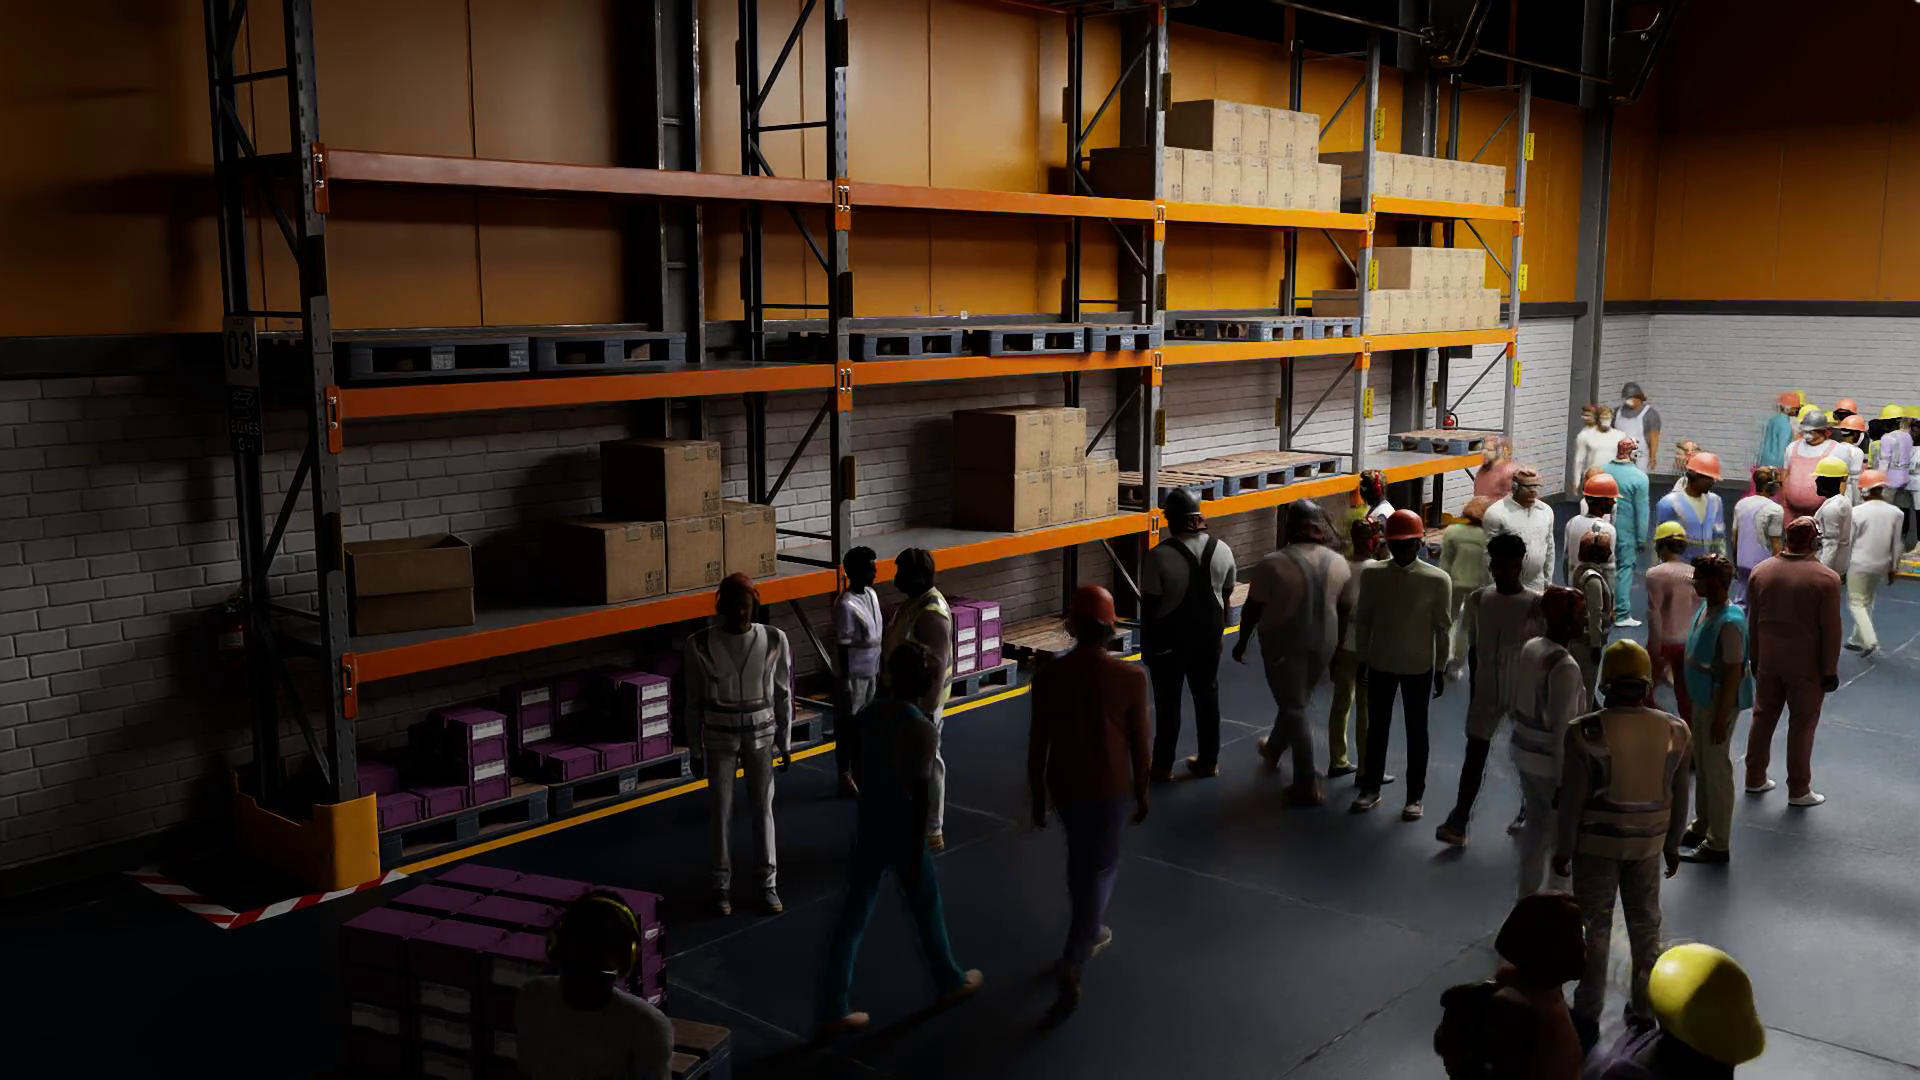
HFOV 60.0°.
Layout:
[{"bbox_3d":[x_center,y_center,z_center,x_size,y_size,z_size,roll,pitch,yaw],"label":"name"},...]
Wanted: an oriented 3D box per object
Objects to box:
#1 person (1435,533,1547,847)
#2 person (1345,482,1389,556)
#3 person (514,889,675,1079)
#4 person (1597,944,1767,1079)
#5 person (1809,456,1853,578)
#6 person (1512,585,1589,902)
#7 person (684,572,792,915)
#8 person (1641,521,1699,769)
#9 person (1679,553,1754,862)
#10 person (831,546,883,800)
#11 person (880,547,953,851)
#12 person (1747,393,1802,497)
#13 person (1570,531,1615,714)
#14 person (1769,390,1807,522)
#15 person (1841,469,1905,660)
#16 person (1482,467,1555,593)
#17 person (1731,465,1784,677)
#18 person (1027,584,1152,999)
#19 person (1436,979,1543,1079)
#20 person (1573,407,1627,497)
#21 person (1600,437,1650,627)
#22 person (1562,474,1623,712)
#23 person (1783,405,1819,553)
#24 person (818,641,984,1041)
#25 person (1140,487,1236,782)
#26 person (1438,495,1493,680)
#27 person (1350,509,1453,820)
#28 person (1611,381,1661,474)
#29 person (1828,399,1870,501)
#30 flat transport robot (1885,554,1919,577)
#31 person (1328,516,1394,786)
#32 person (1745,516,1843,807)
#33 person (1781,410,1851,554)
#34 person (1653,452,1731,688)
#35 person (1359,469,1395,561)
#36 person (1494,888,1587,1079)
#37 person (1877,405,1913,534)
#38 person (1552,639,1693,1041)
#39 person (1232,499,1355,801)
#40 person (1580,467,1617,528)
[{"bbox_3d":[3.281,0.916,10.070,0.608,1.910,0.996,8,12,41],"label":"person"},{"bbox_3d":[3.675,0.248,15.129,0.437,1.669,0.543,-4,10,-22],"label":"person"},{"bbox_3d":[-0.989,1.822,4.513,0.568,1.843,0.343,5,10,28],"label":"person"},{"bbox_3d":[1.667,1.851,4.147,0.601,1.878,0.651,-8,12,-41],"label":"person"},{"bbox_3d":[7.500,0.237,14.410,0.363,1.927,0.587,5,10,31],"label":"person"},{"bbox_3d":[3.087,1.160,8.634,0.413,1.878,0.593,-1,9,-3],"label":"person"},{"bbox_3d":[-1.197,1.102,9.009,0.578,1.879,0.370,-2,9,-15],"label":"person"},{"bbox_3d":[5.062,0.736,11.865,0.539,1.703,0.740,-3,9,-20],"label":"person"},{"bbox_3d":[4.464,0.990,9.839,0.395,1.839,0.564,2,9,11],"label":"person"},{"bbox_3d":[-0.682,0.871,11.088,0.318,1.690,0.529,3,9,21],"label":"person"},{"bbox_3d":[-0.265,0.956,10.052,0.429,1.842,0.633,-2,9,-14],"label":"person"},{"bbox_3d":[11.167,-1.049,22.720,1.048,1.930,0.599,0,9,-3],"label":"person"},{"bbox_3d":[4.559,0.744,12.067,0.307,1.639,0.525,1,9,9],"label":"person"},{"bbox_3d":[11.737,-1.165,23.512,0.601,1.911,0.422,0,9,-1],"label":"person"},{"bbox_3d":[8.273,0.222,15.147,0.581,1.728,0.690,-1,9,-6],"label":"person"},{"bbox_3d":[4.661,0.337,13.857,0.641,1.902,0.399,-2,9,-13],"label":"person"},{"bbox_3d":[6.949,0.265,14.500,0.325,1.842,0.517,-3,9,-20],"label":"person"},{"bbox_3d":[0.601,1.202,8.094,0.606,1.962,0.940,4,10,24],"label":"person"},{"bbox_3d":[1.283,1.918,3.887,0.527,1.828,0.599,-8,12,-40],"label":"person"},{"bbox_3d":[7.998,-0.717,20.718,0.647,1.885,1.009,1,9,4],"label":"person"},{"bbox_3d":[6.590,-0.081,16.574,0.399,1.900,0.644,-5,10,-31],"label":"person"},{"bbox_3d":[4.967,0.441,13.062,0.379,1.937,0.548,-2,9,-14],"label":"person"},{"bbox_3d":[10.499,-0.718,20.608,0.385,1.914,0.594,-3,9,-21],"label":"person"},{"bbox_3d":[-0.310,1.361,7.652,0.508,1.792,0.950,8,12,41],"label":"person"},{"bbox_3d":[1.529,0.635,11.485,0.683,2.000,0.536,-3,9,-21],"label":"person"},{"bbox_3d":[4.380,0.410,14.299,0.531,1.606,0.338,4,10,25],"label":"person"},{"bbox_3d":[2.817,0.788,10.640,0.612,1.995,0.393,6,10,32],"label":"person"},{"bbox_3d":[9.534,-1.254,23.664,0.535,2.000,0.694,-8,12,-41],"label":"person"},{"bbox_3d":[10.608,-0.690,20.086,0.612,2.029,0.407,5,10,31],"label":"person"},{"bbox_3d":[11.309,0.327,19.154,1.431,0.197,0.652,7,11,38],"label":"flat transport robot"},{"bbox_3d":[2.718,0.752,11.354,0.384,1.845,0.569,-6,10,-32],"label":"person"},{"bbox_3d":[5.510,0.787,10.981,0.397,1.901,0.642,-5,10,-28],"label":"person"},{"bbox_3d":[9.344,-0.421,18.290,0.536,2.000,0.683,-8,12,-41],"label":"person"},{"bbox_3d":[6.162,0.268,13.969,0.602,2.010,0.589,-3,9,-20],"label":"person"},{"bbox_3d":[3.586,0.311,14.235,0.383,1.837,0.571,1,9,8],"label":"person"},{"bbox_3d":[1.725,1.841,5.012,0.279,1.634,0.497,0,9,0],"label":"person"},{"bbox_3d":[11.501,-0.711,20.578,0.591,1.915,0.400,-6,11,-34],"label":"person"},{"bbox_3d":[2.972,1.353,7.525,0.600,1.829,0.404,0,9,-3],"label":"person"},{"bbox_3d":[2.255,0.670,11.256,0.687,2.000,1.060,-3,9,-21],"label":"person"},{"bbox_3d":[6.210,0.094,16.279,0.497,1.633,0.279,-5,10,-31],"label":"person"}]
